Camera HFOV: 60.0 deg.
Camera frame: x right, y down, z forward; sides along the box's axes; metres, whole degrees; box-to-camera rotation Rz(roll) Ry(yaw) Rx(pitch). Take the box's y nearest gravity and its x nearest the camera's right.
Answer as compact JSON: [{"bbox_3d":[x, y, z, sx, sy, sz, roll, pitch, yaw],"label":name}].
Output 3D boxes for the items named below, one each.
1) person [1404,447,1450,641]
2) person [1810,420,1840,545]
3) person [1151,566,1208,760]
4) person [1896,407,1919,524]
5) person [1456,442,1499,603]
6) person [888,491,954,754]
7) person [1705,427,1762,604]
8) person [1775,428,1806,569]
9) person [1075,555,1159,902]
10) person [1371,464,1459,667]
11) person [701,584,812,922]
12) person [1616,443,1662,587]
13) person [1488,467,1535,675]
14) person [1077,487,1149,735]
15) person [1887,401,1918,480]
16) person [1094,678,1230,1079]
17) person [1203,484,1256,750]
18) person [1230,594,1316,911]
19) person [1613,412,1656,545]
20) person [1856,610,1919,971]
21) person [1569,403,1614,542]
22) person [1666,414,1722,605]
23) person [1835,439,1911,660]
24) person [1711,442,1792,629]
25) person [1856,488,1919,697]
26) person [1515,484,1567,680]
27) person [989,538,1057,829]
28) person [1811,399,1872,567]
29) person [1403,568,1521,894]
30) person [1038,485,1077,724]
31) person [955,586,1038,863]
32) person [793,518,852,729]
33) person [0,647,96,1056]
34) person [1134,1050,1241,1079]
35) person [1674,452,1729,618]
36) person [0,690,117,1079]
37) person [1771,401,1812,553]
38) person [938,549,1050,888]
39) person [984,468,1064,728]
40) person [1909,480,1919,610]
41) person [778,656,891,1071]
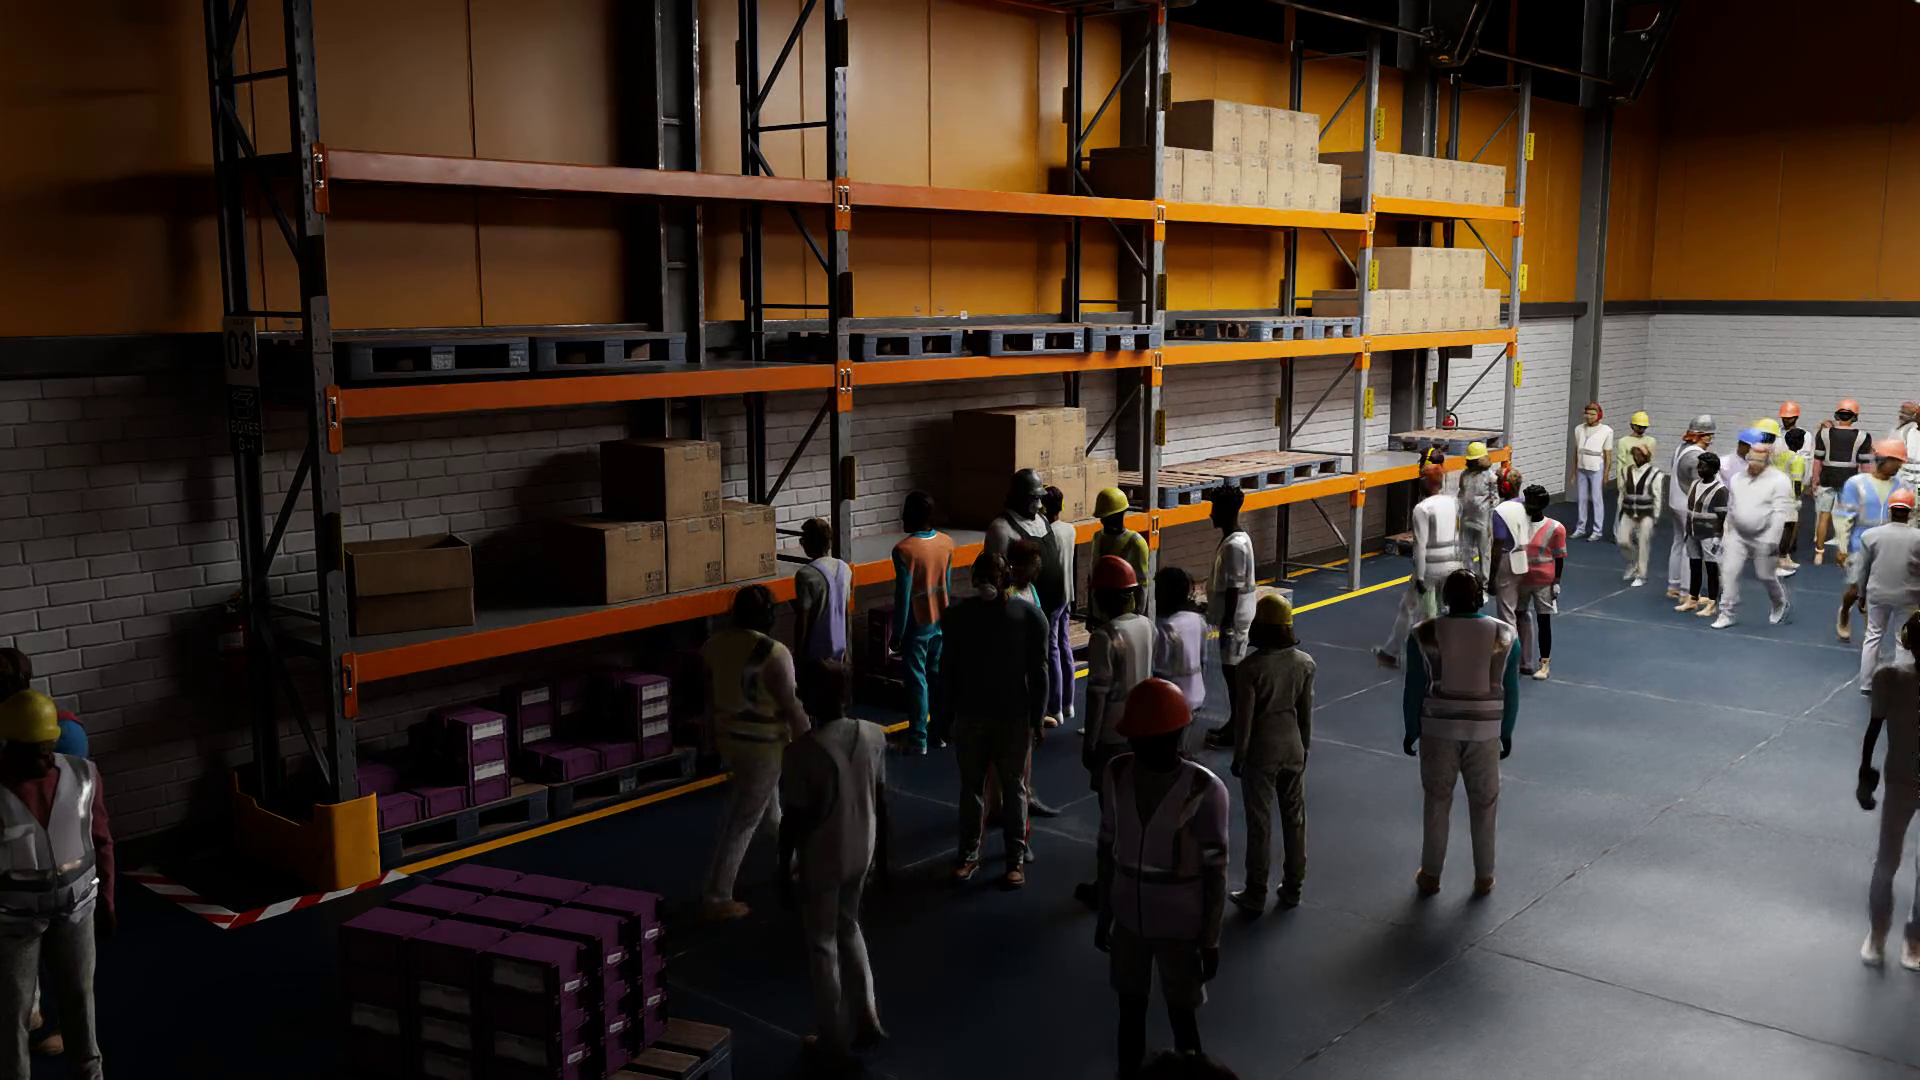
[{"bbox_3d":[4.448,0.050,15.801,0.329,1.873,0.515,6,11,35],"label":"person"},{"bbox_3d":[11.408,-0.755,21.766,0.329,1.627,0.542,-2,9,-13],"label":"person"},{"bbox_3d":[1.267,0.995,10.275,0.467,1.684,0.539,6,11,33],"label":"person"},{"bbox_3d":[12.137,-0.767,21.053,0.359,1.880,0.575,-7,11,-37],"label":"person"},{"bbox_3d":[5.501,-0.186,17.763,0.325,1.734,0.487,-7,11,-38],"label":"person"},{"bbox_3d":[-0.278,0.599,12.098,0.392,1.922,0.593,7,11,38],"label":"person"},{"bbox_3d":[8.367,-0.302,18.035,0.632,1.896,0.945,0,9,3],"label":"person"},{"bbox_3d":[9.941,-0.505,19.964,0.320,1.691,0.535,0,9,0],"label":"person"},{"bbox_3d":[0.853,1.043,9.206,0.388,1.930,0.544,8,12,41],"label":"person"},{"bbox_3d":[4.056,0.250,14.635,0.564,1.838,0.920,-6,10,-32],"label":"person"},{"bbox_3d":[-1.102,1.134,9.094,0.978,1.792,0.640,-8,12,-43],"label":"person"},{"bbox_3d":[7.630,-0.278,18.711,0.355,1.626,0.530,-8,12,-42],"label":"person"},{"bbox_3d":[4.788,0.290,14.408,0.578,1.831,0.412,-7,11,-39],"label":"person"},{"bbox_3d":[1.142,0.555,12.397,0.379,1.918,0.585,-7,11,-37],"label":"person"},{"bbox_3d":[12.332,-0.887,21.820,0.567,1.878,0.729,1,9,4],"label":"person"},{"bbox_3d":[0.757,1.471,6.439,0.543,1.932,0.376,6,11,35],"label":"person"},{"bbox_3d":[1.988,0.562,12.242,0.373,1.958,0.598,1,9,7],"label":"person"},{"bbox_3d":[1.696,1.154,9.093,0.484,1.744,0.295,-3,9,-21],"label":"person"},{"bbox_3d":[8.761,-0.785,21.566,0.531,1.758,0.348,-1,9,-5],"label":"person"},{"bbox_3d":[4.745,1.238,8.216,0.535,1.847,0.508,5,10,27],"label":"person"},{"bbox_3d":[8.384,-0.900,22.048,0.383,1.836,0.565,-5,10,-31],"label":"person"},{"bbox_3d":[7.875,-0.342,17.780,0.536,2.000,0.687,1,9,5],"label":"person"},{"bbox_3d":[8.400,0.063,15.325,0.639,2.000,0.742,1,9,7],"label":"person"},{"bbox_3d":[7.897,-0.049,16.478,0.836,1.867,0.641,-7,11,-38],"label":"person"},{"bbox_3d":[7.665,0.448,13.641,0.566,1.744,0.350,8,12,41],"label":"person"},{"bbox_3d":[4.942,0.359,14.360,0.540,1.698,0.317,8,12,44],"label":"person"},{"bbox_3d":[0.358,0.894,10.463,0.419,1.840,0.574,3,9,19],"label":"person"},{"bbox_3d":[10.602,-0.687,20.051,0.613,2.033,0.410,5,10,30],"label":"person"},{"bbox_3d":[2.796,1.071,9.323,0.622,1.840,0.430,2,9,10],"label":"person"},{"bbox_3d":[0.713,0.500,12.924,0.331,1.865,0.519,6,10,32],"label":"person"},{"bbox_3d":[0.221,1.058,9.720,0.529,1.751,0.409,-1,9,-8],"label":"person"},{"bbox_3d":[-0.948,0.762,11.346,0.355,1.834,0.513,7,11,38],"label":"person"},{"bbox_3d":[-4.168,1.373,7.402,0.640,1.836,0.430,2,9,16],"label":"person"},{"bbox_3d":[0.524,1.972,3.580,0.863,1.807,0.501,2,9,11],"label":"person"},{"bbox_3d":[7.627,-0.058,17.055,0.318,1.697,0.533,-3,9,-17],"label":"person"},{"bbox_3d":[-3.695,1.488,6.683,0.403,1.824,0.594,8,12,41],"label":"person"},{"bbox_3d":[10.478,-0.798,21.105,0.386,1.929,0.548,-5,10,-31],"label":"person"},{"bbox_3d":[0.184,1.005,9.423,0.637,1.938,0.357,2,9,12],"label":"person"},{"bbox_3d":[0.525,0.463,12.588,0.539,2.000,0.689,7,11,37],"label":"person"},{"bbox_3d":[9.003,0.083,15.269,0.661,1.962,0.656,-7,11,-36],"label":"person"},{"bbox_3d":[-0.558,1.400,7.233,0.540,1.826,0.402,-7,11,-37],"label":"person"}]
